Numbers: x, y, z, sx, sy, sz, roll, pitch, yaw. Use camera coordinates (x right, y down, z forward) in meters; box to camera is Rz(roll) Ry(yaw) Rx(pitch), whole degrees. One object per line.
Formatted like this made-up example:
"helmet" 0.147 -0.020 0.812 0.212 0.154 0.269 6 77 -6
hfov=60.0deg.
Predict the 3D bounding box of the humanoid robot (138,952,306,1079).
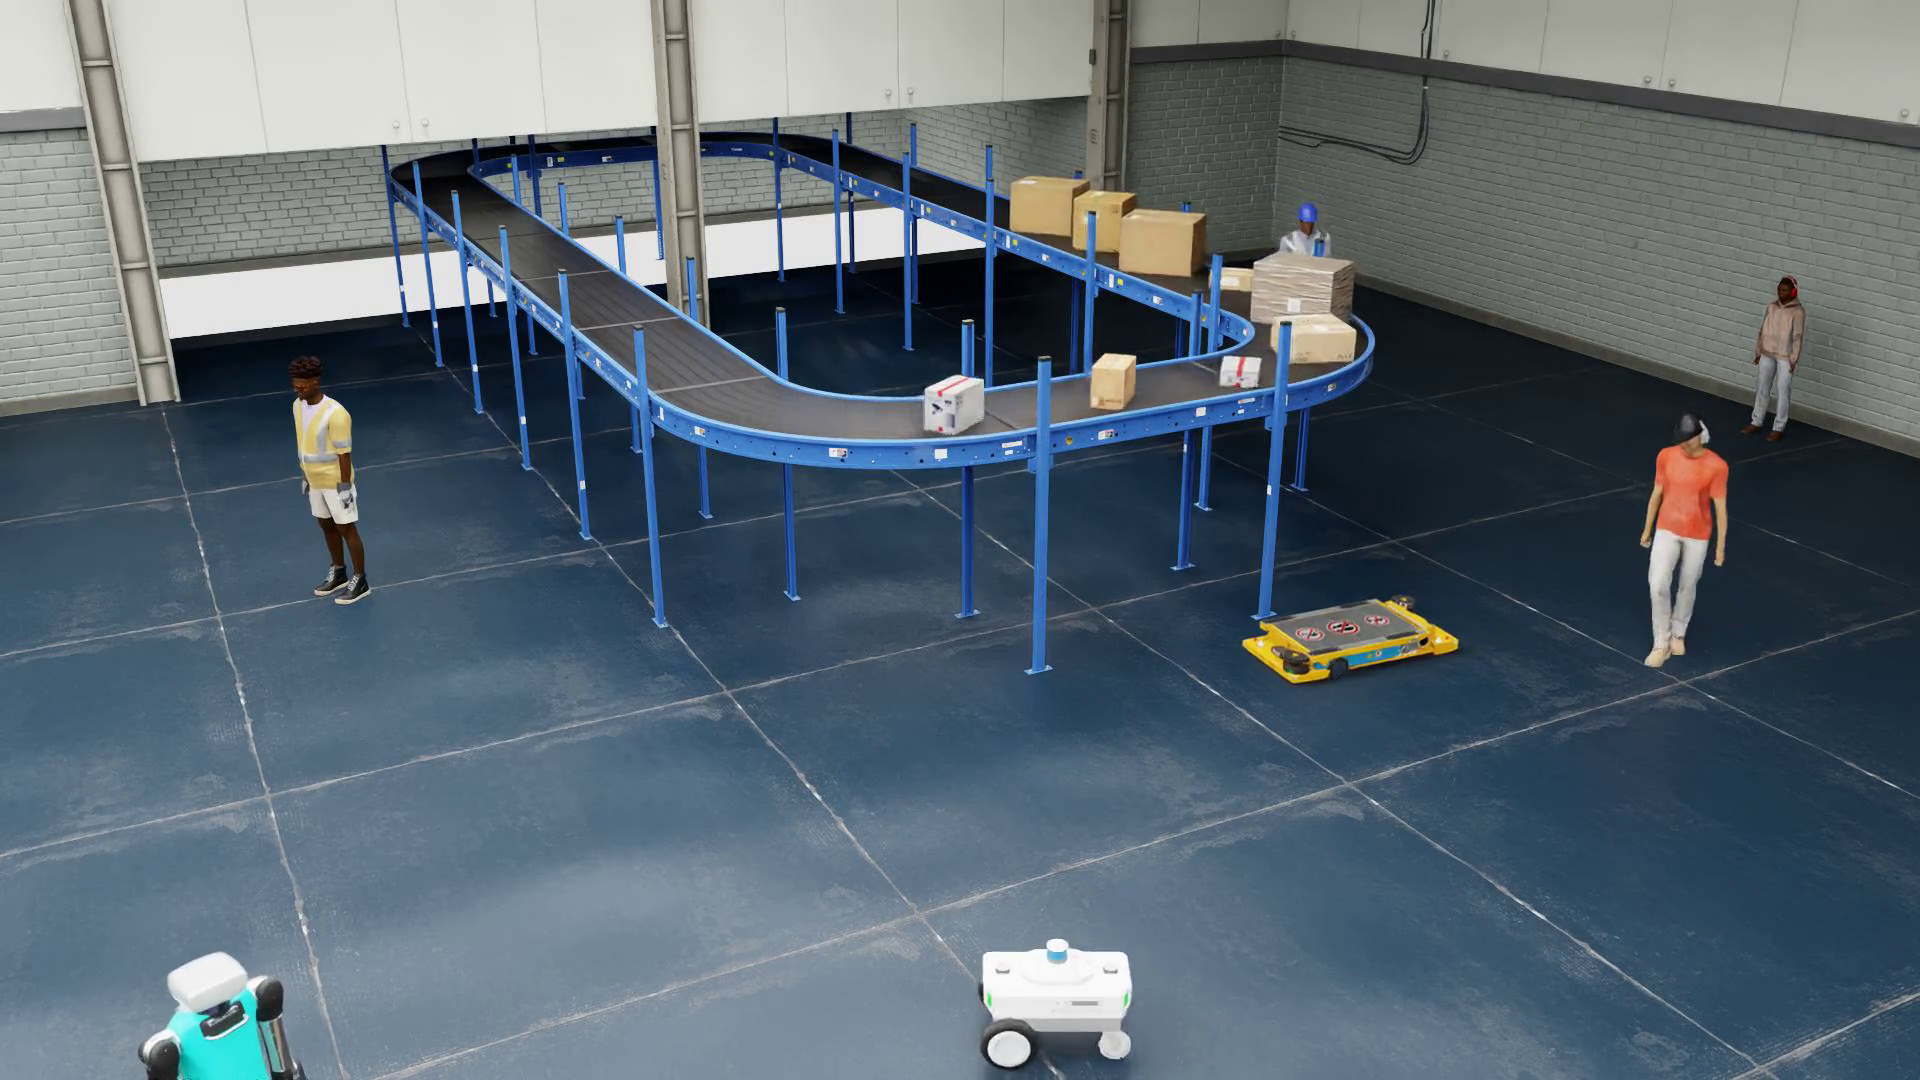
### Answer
"humanoid robot" -2.453 2.376 6.057 0.788 1.773 0.533 14 26 30

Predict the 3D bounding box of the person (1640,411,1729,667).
"person" 5.112 -0.004 11.753 0.587 1.864 0.754 13 26 30

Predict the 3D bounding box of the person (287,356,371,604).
"person" -4.871 -0.475 12.801 0.602 1.959 0.372 15 27 33

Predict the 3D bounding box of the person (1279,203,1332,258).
"person" 3.891 -2.913 18.914 0.595 1.892 1.030 -5 23 -12

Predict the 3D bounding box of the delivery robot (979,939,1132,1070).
"delivery robot" 0.465 2.203 8.038 0.774 0.587 0.499 0 22 0

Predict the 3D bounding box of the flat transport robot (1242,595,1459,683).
"flat transport robot" 2.842 0.719 12.097 1.431 0.231 0.659 -9 24 -21

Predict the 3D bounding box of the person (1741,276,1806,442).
"person" 8.126 -1.813 16.519 0.314 1.646 0.466 -13 25 -29
